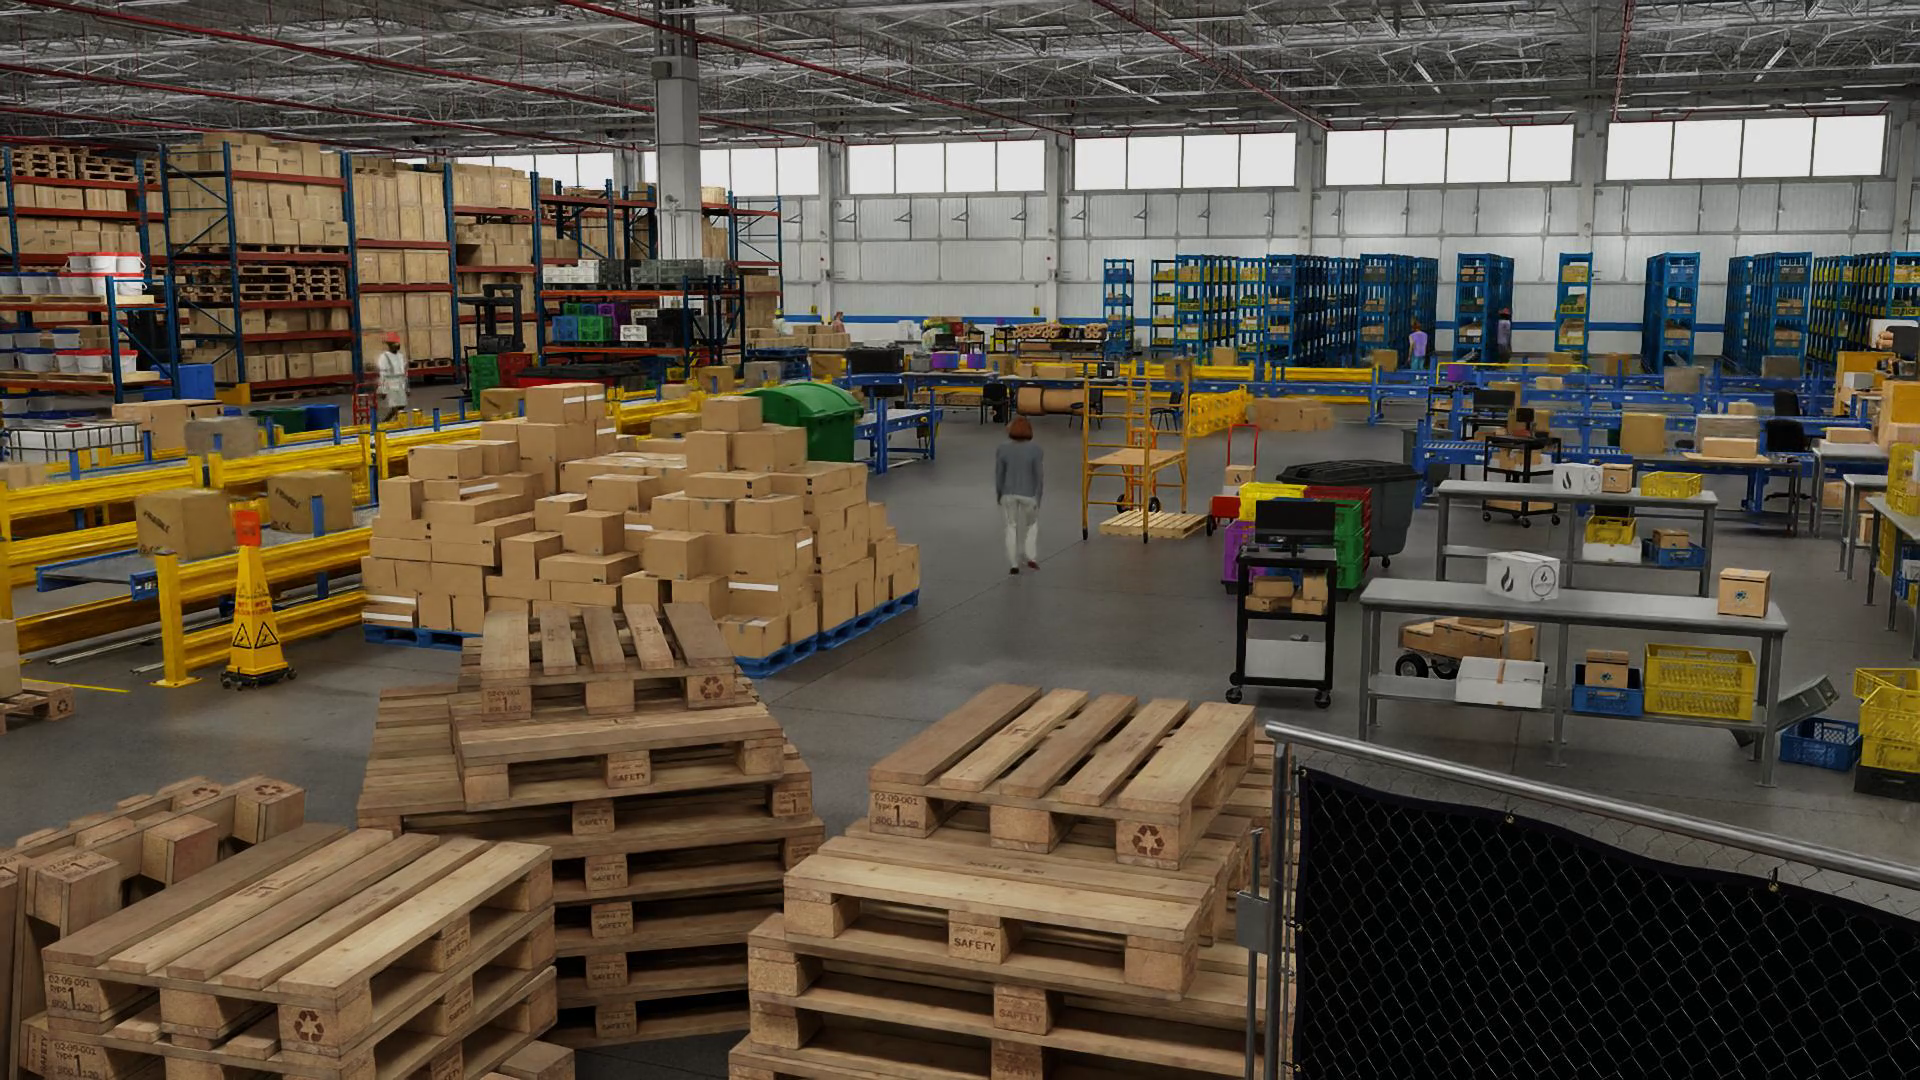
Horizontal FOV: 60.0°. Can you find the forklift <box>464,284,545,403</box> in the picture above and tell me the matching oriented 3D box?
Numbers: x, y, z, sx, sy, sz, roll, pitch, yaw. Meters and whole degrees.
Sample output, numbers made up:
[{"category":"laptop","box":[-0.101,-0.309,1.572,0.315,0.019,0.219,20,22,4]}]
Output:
[{"category":"forklift","box":[-10.832,-4.702,39.610,1.129,2.768,1.873,3,10,20]}]

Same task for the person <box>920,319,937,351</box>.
[{"category":"person","box":[-0.940,-5.201,46.067,0.585,1.813,0.628,6,11,31]}]

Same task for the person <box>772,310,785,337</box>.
[{"category":"person","box":[-6.823,-7.747,62.370,0.527,1.721,0.903,3,10,18]}]

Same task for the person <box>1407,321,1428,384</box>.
[{"category":"person","box":[11.863,-4.750,43.142,0.565,1.850,0.390,-5,10,-27]}]

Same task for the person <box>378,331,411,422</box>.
[{"category":"person","box":[-10.227,-2.751,30.054,0.517,2.030,0.616,4,10,23]}]

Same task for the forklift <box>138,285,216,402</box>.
[{"category":"forklift","box":[-17.480,-4.200,36.461,1.873,2.768,1.129,3,10,19]}]

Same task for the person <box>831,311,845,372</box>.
[{"category":"person","box":[-3.801,-6.236,52.316,0.409,1.903,0.638,-5,10,-30]}]

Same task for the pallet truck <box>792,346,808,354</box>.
[{"category":"pallet truck","box":[-3.705,-4.298,42.022,0.653,1.274,1.630,3,10,20]}]

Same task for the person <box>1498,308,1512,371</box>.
[{"category":"person","box":[16.552,-6.010,50.467,0.425,2.036,0.645,-2,9,-14]}]

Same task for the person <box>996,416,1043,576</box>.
[{"category":"person","box":[0.611,-0.452,16.885,0.511,1.617,0.537,2,9,13]}]

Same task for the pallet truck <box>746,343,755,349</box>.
[{"category":"pallet truck","box":[-6.183,-4.618,44.264,1.601,1.201,0.680,-9,12,-43]}]
